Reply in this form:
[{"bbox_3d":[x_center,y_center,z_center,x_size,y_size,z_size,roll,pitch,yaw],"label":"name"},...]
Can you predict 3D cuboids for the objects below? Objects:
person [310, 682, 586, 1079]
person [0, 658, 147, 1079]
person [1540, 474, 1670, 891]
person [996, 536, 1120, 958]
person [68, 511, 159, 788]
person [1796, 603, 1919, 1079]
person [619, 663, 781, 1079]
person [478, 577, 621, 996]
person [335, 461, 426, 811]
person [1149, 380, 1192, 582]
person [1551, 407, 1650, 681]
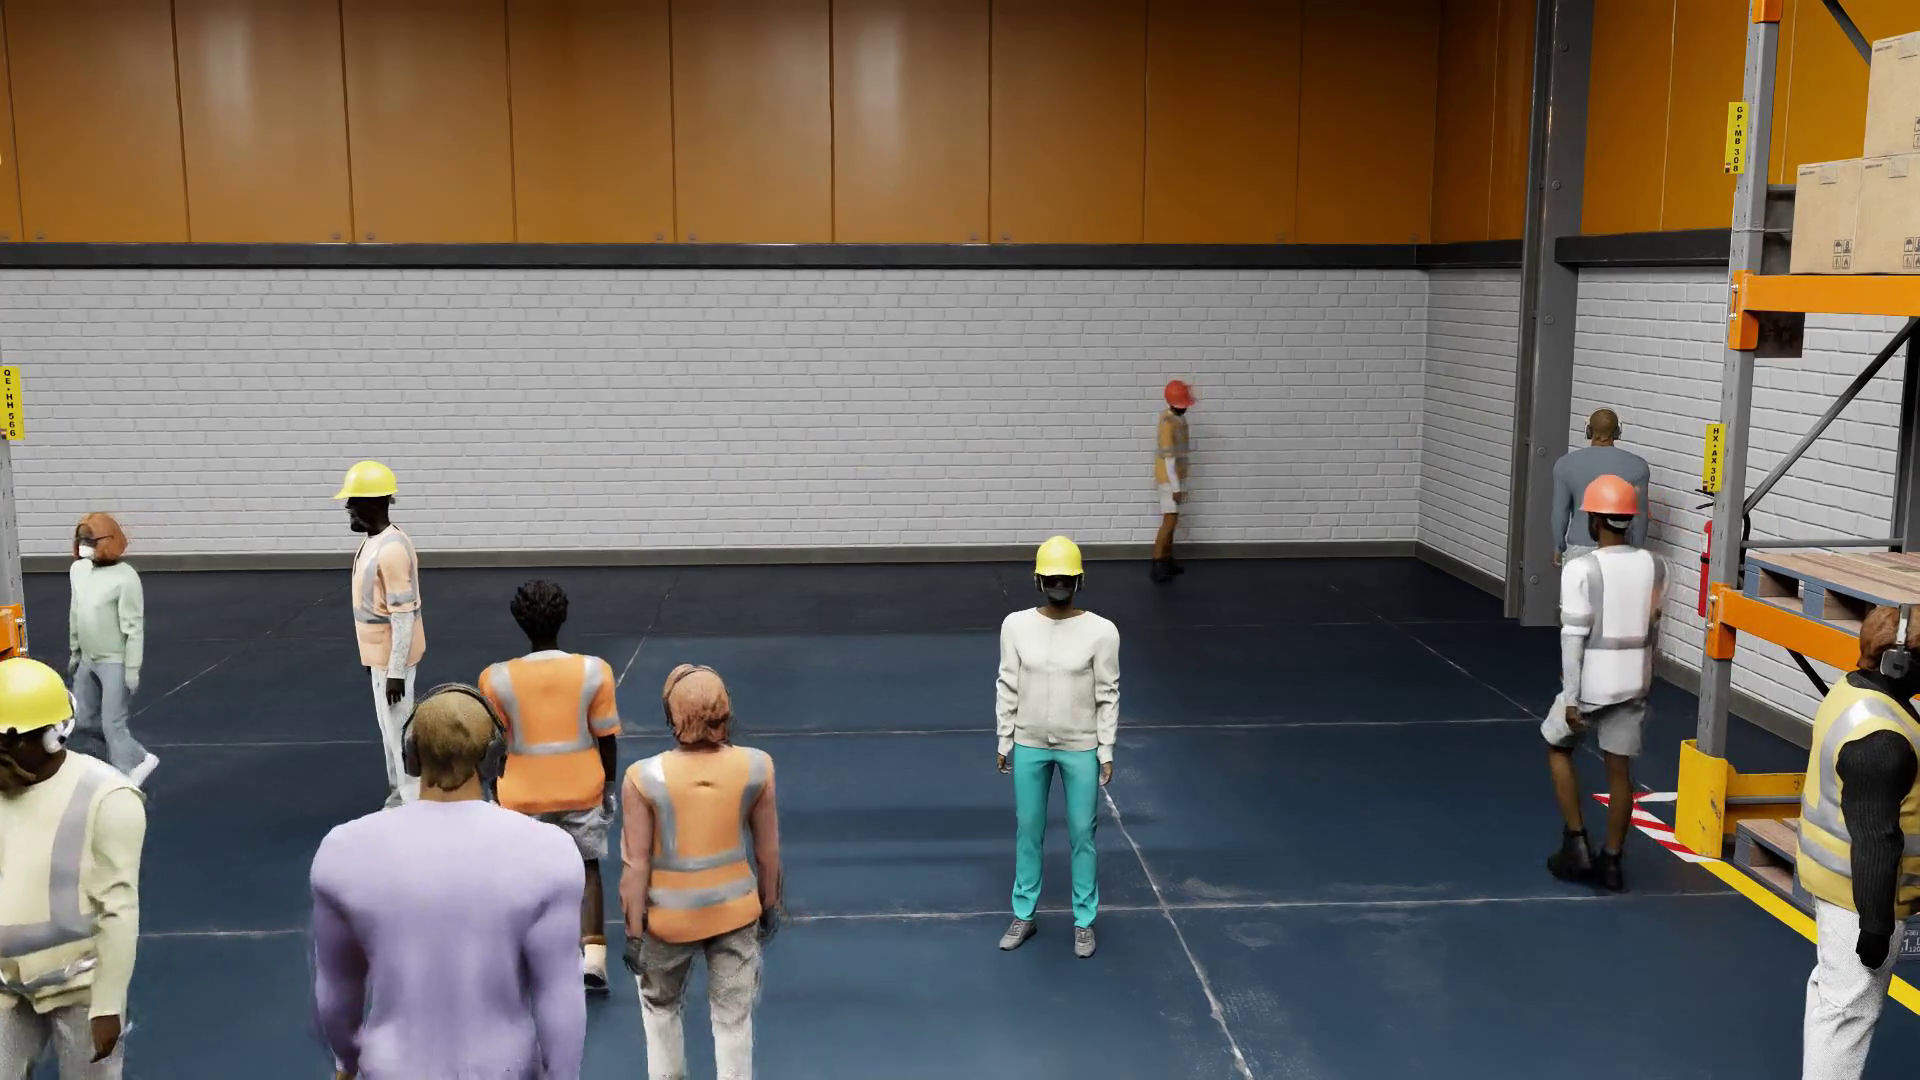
[{"bbox_3d":[-1.209,1.266,3.997,0.651,1.884,1.025,-1,9,-7],"label":"person"},{"bbox_3d":[-2.518,1.211,4.567,0.589,1.812,0.491,2,9,11],"label":"person"},{"bbox_3d":[2.978,0.656,7.707,0.555,1.919,0.469,-1,9,-9],"label":"person"},{"bbox_3d":[0.401,0.856,6.933,0.525,1.772,0.306,3,9,15],"label":"person"},{"bbox_3d":[-4.442,0.647,8.687,0.549,1.621,0.494,5,10,28],"label":"person"},{"bbox_3d":[2.866,1.098,5.232,0.431,1.836,0.619,4,10,23],"label":"person"},{"bbox_3d":[-0.827,1.191,5.273,0.540,1.625,0.587,-4,10,-24],"label":"person"},{"bbox_3d":[-1.566,0.985,6.380,0.532,1.685,0.409,-3,10,-20],"label":"person"},{"bbox_3d":[-2.858,0.565,8.265,0.381,1.928,0.587,-5,10,-27],"label":"person"},{"bbox_3d":[1.994,-0.557,15.492,0.362,1.883,0.665,2,9,14],"label":"person"},{"bbox_3d":[4.381,0.058,11.431,0.628,1.935,0.373,3,10,21],"label":"person"}]
